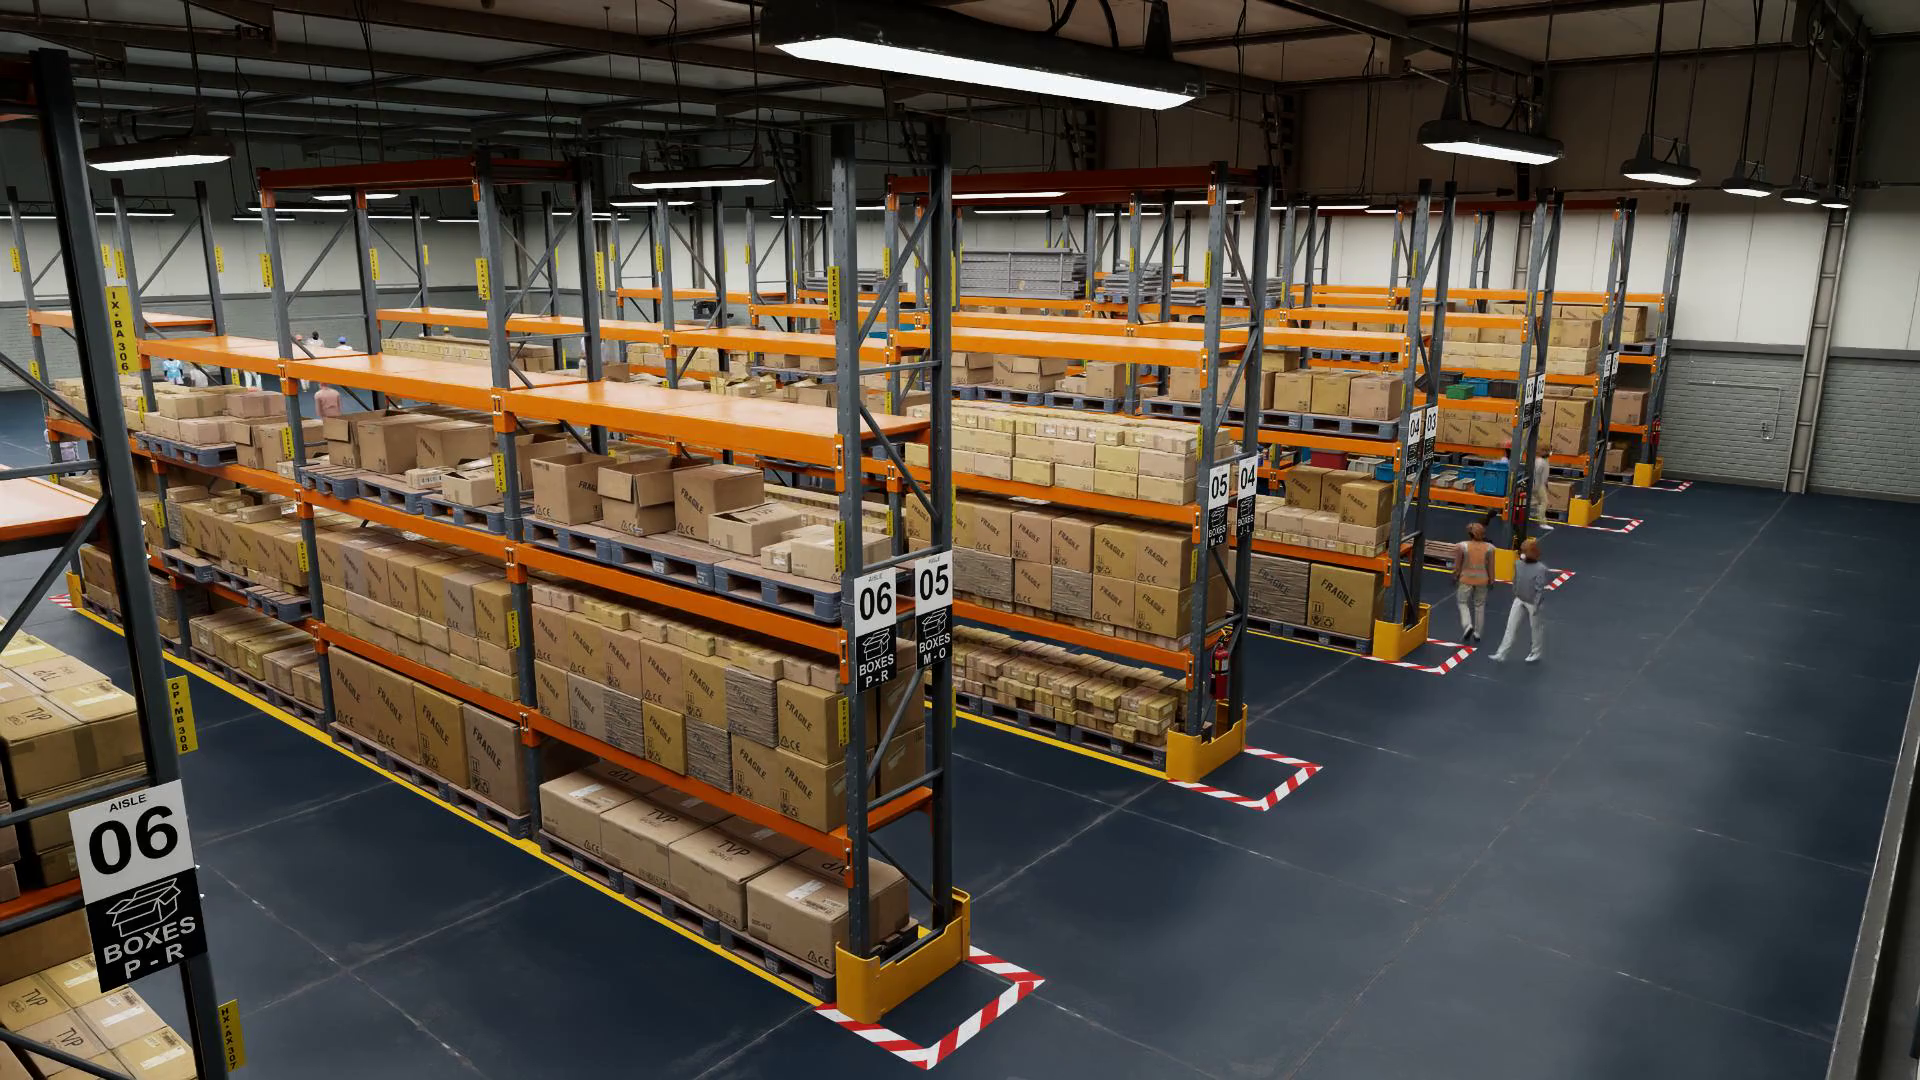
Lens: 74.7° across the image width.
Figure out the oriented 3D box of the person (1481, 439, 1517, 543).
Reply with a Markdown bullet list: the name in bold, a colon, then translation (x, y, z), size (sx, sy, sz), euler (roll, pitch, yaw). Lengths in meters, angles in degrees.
- **person**: translation (9.631, -0.838, 22.161), size (1.006, 1.886, 0.552), euler (10, 17, 36)

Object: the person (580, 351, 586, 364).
- **person**: translation (-12.433, -5.450, 41.648), size (0.540, 1.616, 0.518), euler (2, 14, 7)

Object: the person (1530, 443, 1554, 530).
- **person**: translation (10.783, -1.031, 23.512), size (0.687, 1.607, 0.503), euler (9, 16, 33)

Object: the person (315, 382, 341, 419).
- **person**: translation (-15.738, -3.089, 31.408), size (0.456, 1.888, 0.650), euler (9, 16, 32)

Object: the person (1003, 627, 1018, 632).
- **person**: translation (0.706, 0.378, 17.454), size (0.352, 1.742, 0.535), euler (9, 16, 33)

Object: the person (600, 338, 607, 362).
- **person**: translation (-12.901, -6.441, 45.159), size (0.519, 1.906, 0.598), euler (-3, 14, -11)

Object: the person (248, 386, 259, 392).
- **person**: translation (-16.373, -2.609, 29.323), size (0.377, 1.938, 0.547), euler (-3, 14, -11)

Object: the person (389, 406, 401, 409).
- **person**: translation (-16.633, -4.414, 36.767), size (0.654, 1.932, 0.451), euler (-8, 16, -29)

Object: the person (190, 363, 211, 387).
- **person**: translation (-22.273, -4.411, 36.965), size (0.524, 1.842, 0.807), euler (-13, 18, -42)

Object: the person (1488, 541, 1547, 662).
- **person**: translation (7.149, 0.805, 15.983), size (0.832, 1.588, 0.521), euler (-8, 16, -28)

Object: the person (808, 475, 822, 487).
- **person**: translation (-2.851, -1.532, 25.027), size (0.329, 1.877, 0.511), euler (12, 18, 41)

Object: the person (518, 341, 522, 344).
- **person**: translation (-14.699, -5.746, 42.267), size (0.597, 1.916, 0.371), euler (0, 14, -1)

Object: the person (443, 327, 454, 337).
- **person**: translation (-20.455, -7.640, 50.375), size (0.554, 1.752, 0.388), euler (-3, 14, -11)

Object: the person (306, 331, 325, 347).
- **person**: translation (-24.148, -6.921, 47.282), size (0.482, 1.829, 0.649), euler (12, 18, 41)

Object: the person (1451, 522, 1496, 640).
- **person**: translation (6.892, 0.578, 16.854), size (0.562, 1.622, 0.476), euler (2, 14, 7)

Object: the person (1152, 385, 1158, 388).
- **person**: translation (4.941, -3.128, 31.280), size (0.762, 2.027, 0.620), euler (10, 17, 35)

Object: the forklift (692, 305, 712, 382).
- **forklift**: translation (-9.511, -7.392, 47.124), size (1.873, 2.768, 1.129), euler (11, 17, 38)

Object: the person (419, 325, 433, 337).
- **person**: translation (-21.523, -7.778, 50.812), size (0.404, 1.828, 0.598), euler (12, 18, 42)

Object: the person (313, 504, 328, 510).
- **person**: translation (-12.525, -1.371, 24.332), size (0.452, 1.895, 0.648), euler (-6, 15, -24)

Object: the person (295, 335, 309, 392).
- **person**: translation (-22.990, -6.171, 43.916), size (0.647, 1.960, 0.905), euler (-10, 17, -36)

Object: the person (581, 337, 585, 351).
- **person**: translation (-13.885, -6.884, 46.983), size (0.399, 1.905, 0.642), euler (0, 14, -1)

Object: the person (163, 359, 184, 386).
- **person**: translation (-25.510, -5.287, 40.883), size (0.549, 1.679, 0.560), euler (-12, 18, -40)

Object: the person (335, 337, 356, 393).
- **person**: translation (-21.233, -6.063, 43.546), size (0.644, 1.924, 0.685), euler (-3, 14, -13)

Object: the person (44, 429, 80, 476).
- **person**: translation (-18.065, -1.656, 25.405), size (0.359, 1.938, 0.547), euler (9, 16, 32)

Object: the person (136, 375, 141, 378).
- **person**: translation (-22.277, -3.695, 34.411), size (0.306, 1.639, 0.523), euler (-11, 17, -38)

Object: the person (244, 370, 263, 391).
- **person**: translation (-23.868, -5.745, 42.474), size (0.646, 1.811, 0.792), euler (-1, 14, -3)

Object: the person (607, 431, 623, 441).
- **person**: translation (-9.173, -3.593, 33.362), size (0.549, 1.941, 0.354), euler (0, 14, 2)

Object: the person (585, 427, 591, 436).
- **person**: translation (-9.141, -3.063, 31.211), size (0.588, 1.927, 0.371), euler (7, 15, 25)

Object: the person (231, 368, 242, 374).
- **person**: translation (-24.550, -5.779, 42.505), size (0.328, 1.872, 0.513), euler (10, 17, 36)
